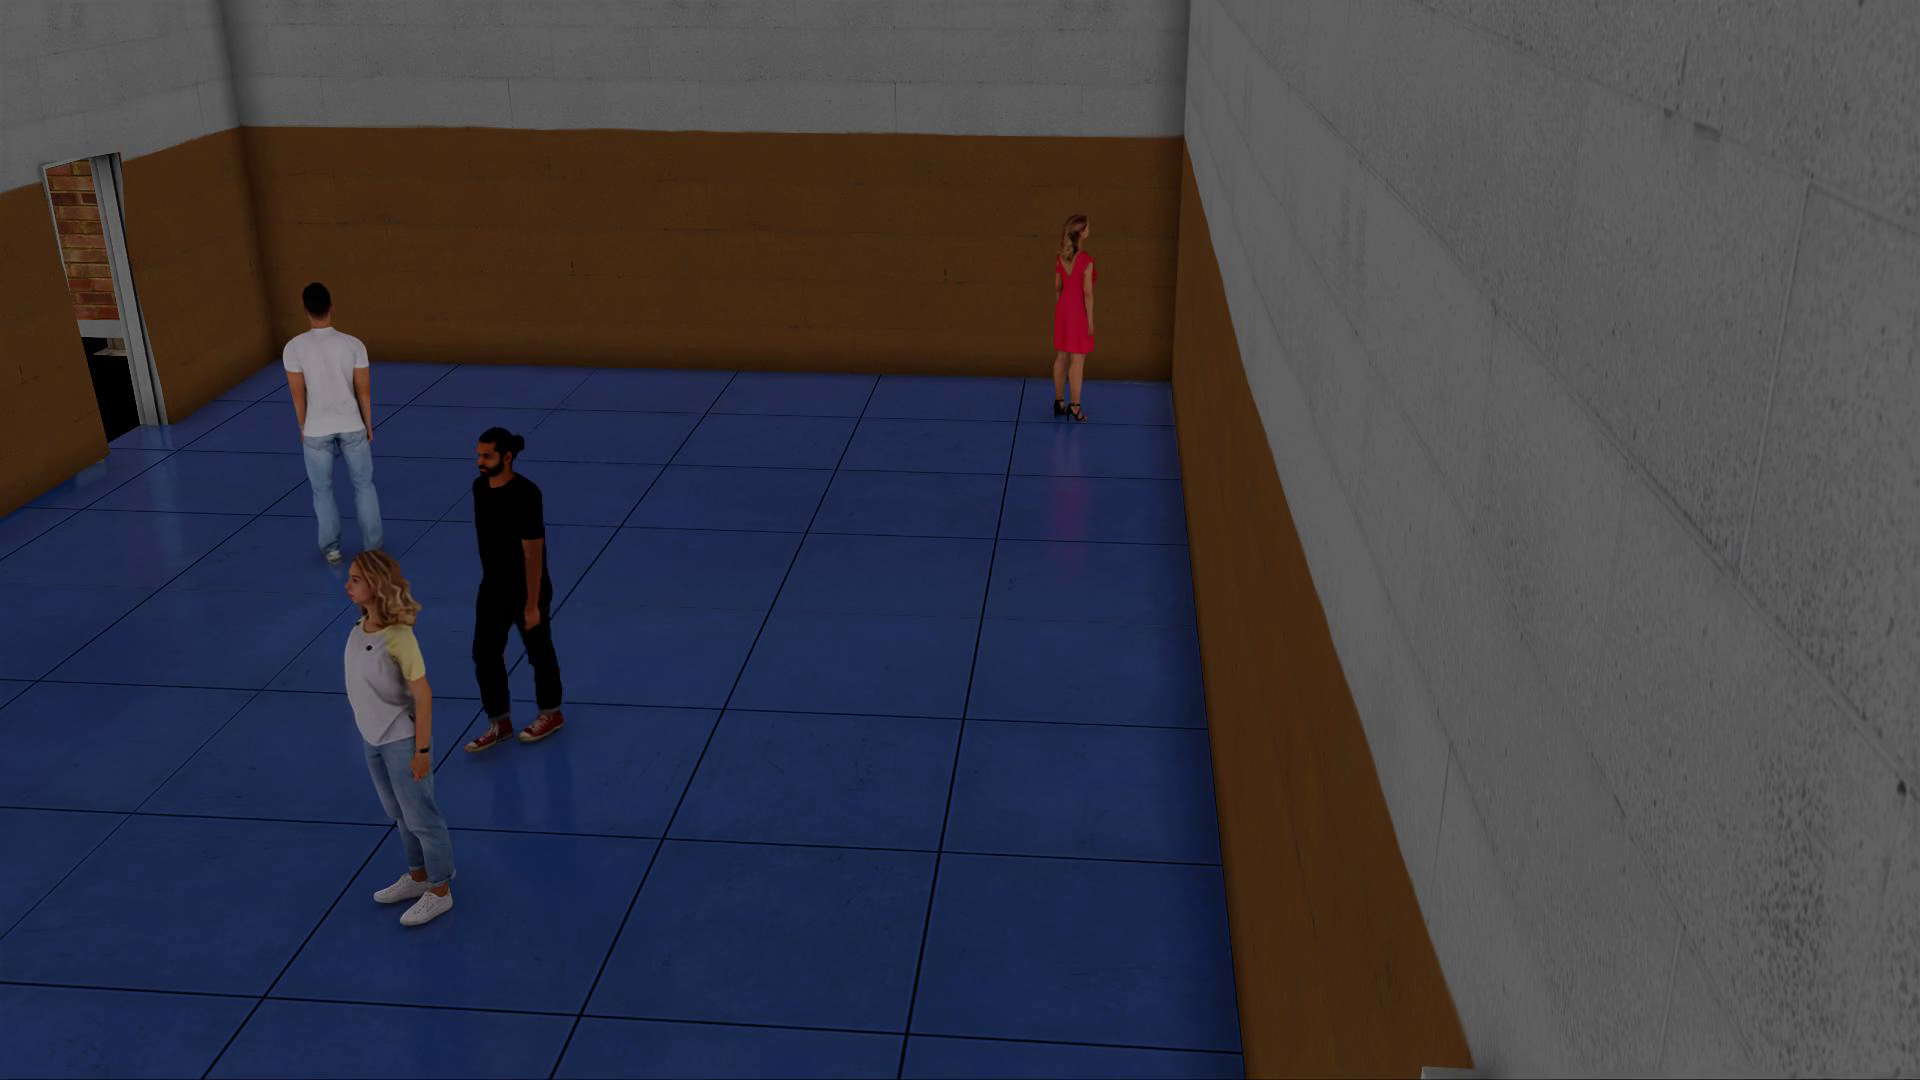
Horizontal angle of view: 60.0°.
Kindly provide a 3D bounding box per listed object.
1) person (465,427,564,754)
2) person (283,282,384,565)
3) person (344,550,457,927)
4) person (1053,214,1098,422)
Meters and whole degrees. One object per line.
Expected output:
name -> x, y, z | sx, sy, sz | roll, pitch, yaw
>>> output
person -> -2.244, 0.229, 8.633 | 0.865, 1.743, 0.897 | 13, 25, 29
person -> -4.119, -0.759, 10.934 | 0.702, 1.860, 0.818 | -10, 24, -24
person -> -2.398, 0.842, 7.114 | 0.768, 1.722, 0.690 | -20, 29, -40
person -> 0.938, -1.855, 13.839 | 0.711, 1.728, 0.662 | -15, 26, -33
